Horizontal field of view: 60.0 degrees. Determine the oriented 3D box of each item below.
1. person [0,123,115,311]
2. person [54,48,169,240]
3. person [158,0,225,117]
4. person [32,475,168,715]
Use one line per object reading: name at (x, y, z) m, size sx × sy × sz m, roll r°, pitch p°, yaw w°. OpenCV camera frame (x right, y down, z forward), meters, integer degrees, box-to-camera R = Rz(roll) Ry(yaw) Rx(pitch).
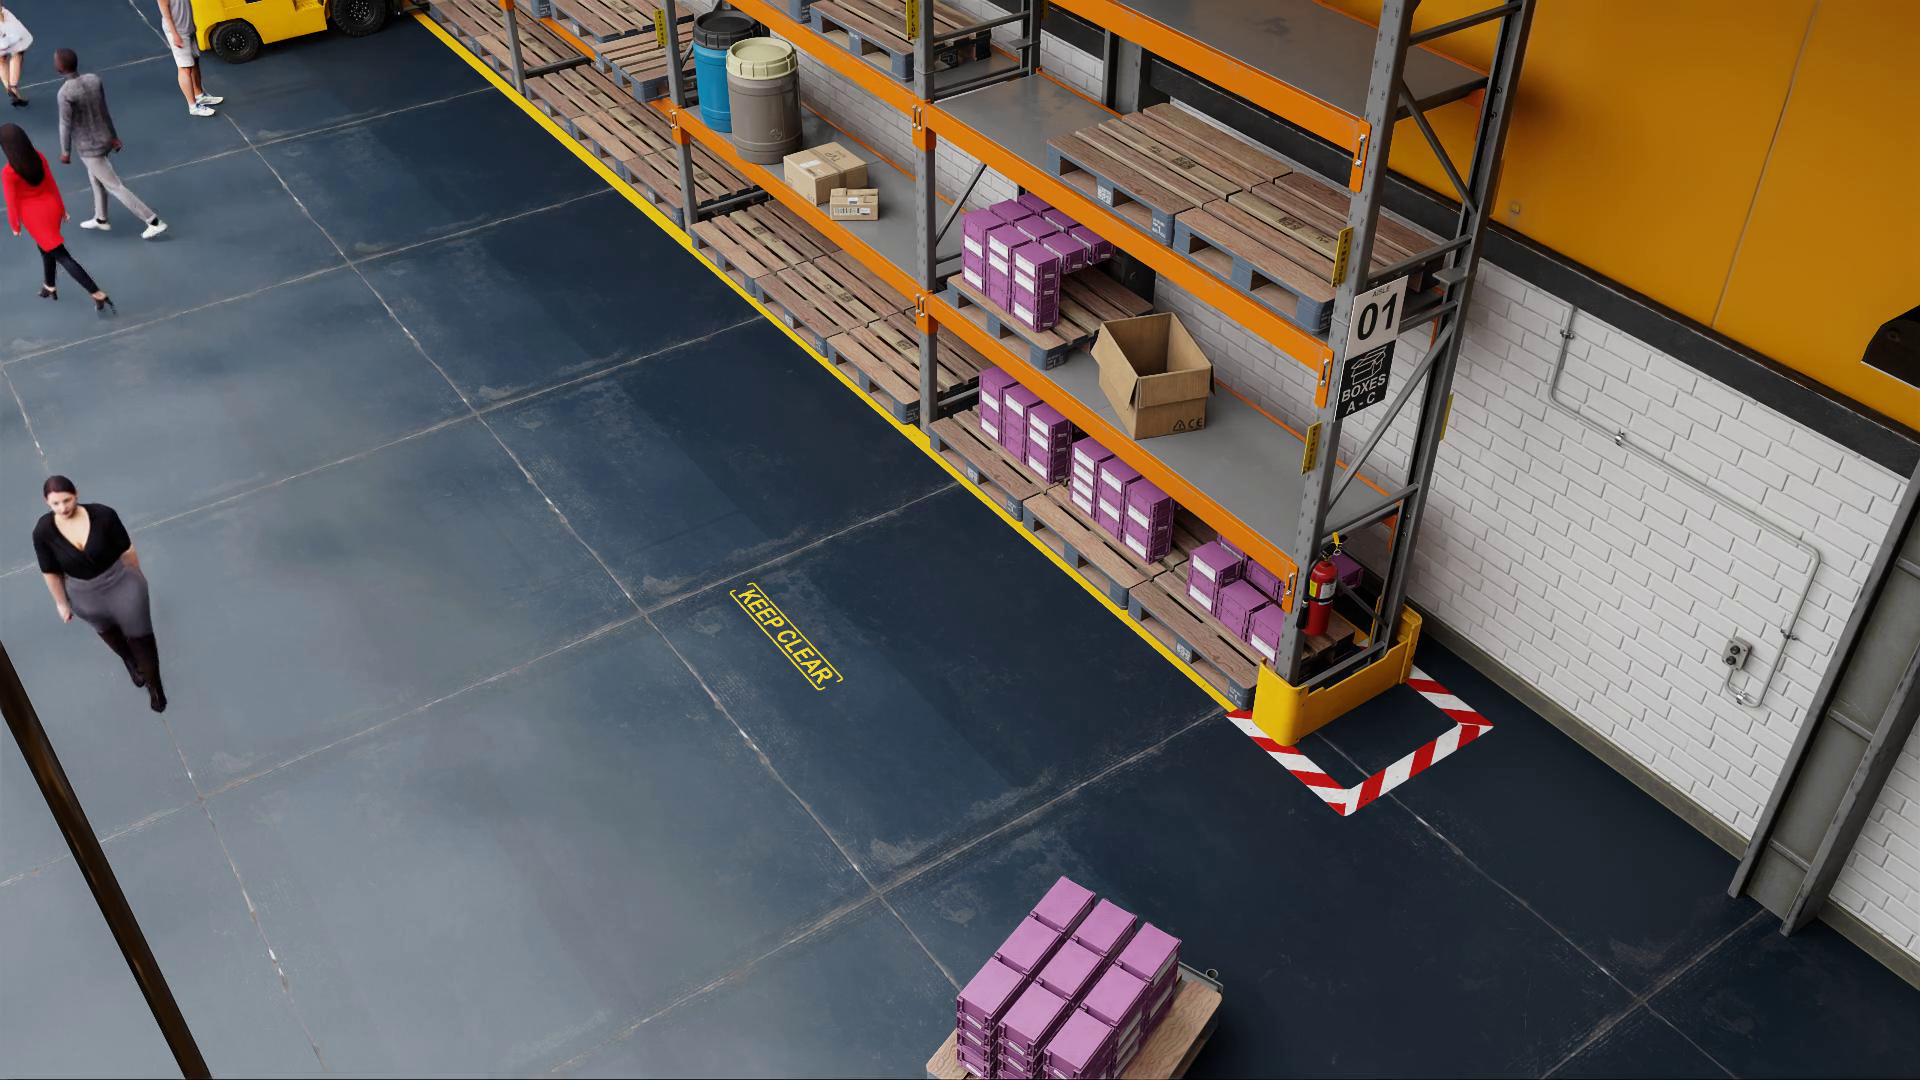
person at (-7.744, -2.688, 14.171) m, size 1.154 × 1.707 × 1.014 m, roll 12°, pitch 40°, yaw 15°
person at (-7.823, -3.573, 15.194) m, size 1.198 × 1.814 × 1.188 m, roll 3°, pitch 39°, yaw 3°
person at (-8.197, -5.402, 17.453) m, size 0.828 × 1.853 × 0.701 m, roll -2°, pitch 39°, yaw -3°
person at (-5.401, 0.254, 10.463) m, size 0.761 × 1.738 × 0.872 m, roll -15°, pitch 41°, yaw -18°
